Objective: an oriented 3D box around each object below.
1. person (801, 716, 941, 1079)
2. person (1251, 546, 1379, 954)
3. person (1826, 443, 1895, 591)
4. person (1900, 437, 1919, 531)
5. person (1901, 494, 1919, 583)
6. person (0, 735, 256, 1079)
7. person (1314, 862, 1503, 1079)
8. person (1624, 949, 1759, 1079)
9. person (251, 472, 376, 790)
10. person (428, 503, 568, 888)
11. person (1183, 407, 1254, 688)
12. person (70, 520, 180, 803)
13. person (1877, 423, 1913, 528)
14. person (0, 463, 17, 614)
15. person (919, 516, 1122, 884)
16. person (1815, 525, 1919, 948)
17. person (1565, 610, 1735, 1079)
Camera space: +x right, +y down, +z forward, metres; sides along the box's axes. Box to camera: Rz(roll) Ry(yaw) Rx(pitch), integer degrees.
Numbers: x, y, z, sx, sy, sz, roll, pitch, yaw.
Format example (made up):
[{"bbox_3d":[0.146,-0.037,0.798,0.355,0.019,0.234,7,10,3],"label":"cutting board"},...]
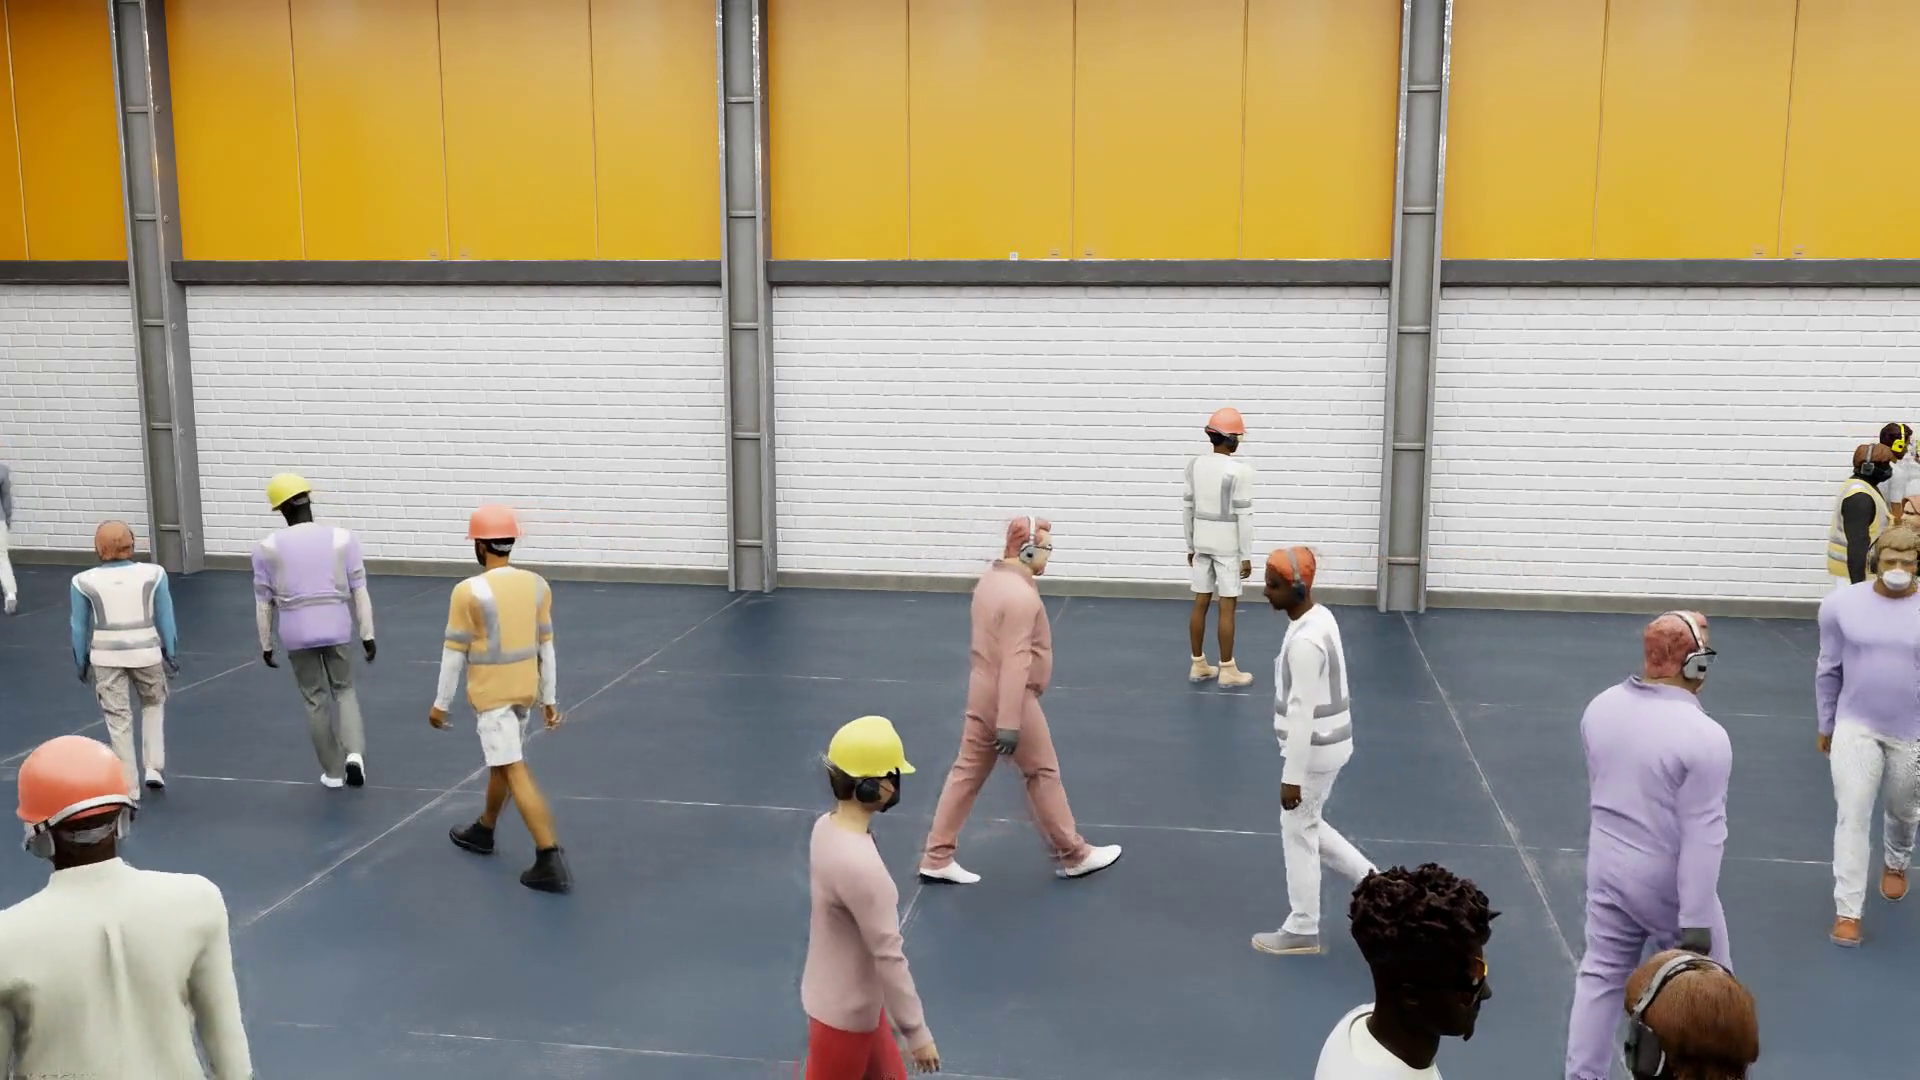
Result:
[{"bbox_3d":[-0.225,1.377,4.948,0.864,1.725,0.545,-2,9,-13],"label":"person"},{"bbox_3d":[1.599,0.938,7.252,0.612,1.861,0.593,2,9,12],"label":"person"},{"bbox_3d":[6.315,0.234,11.670,0.430,1.844,0.624,5,10,28],"label":"person"},{"bbox_3d":[7.595,-0.024,13.463,0.776,1.779,0.619,4,10,23],"label":"person"},{"bbox_3d":[6.015,0.522,10.508,0.310,1.642,0.514,-1,9,-5],"label":"person"},{"bbox_3d":[-1.999,1.438,3.957,0.925,1.953,0.624,8,12,41],"label":"person"},{"bbox_3d":[0.816,1.553,3.150,0.367,1.966,0.607,1,9,9],"label":"person"},{"bbox_3d":[1.308,1.646,3.039,0.660,1.825,0.458,-5,11,-29],"label":"person"},{"bbox_3d":[-3.715,0.550,9.602,0.634,1.884,0.507,-5,10,-27],"label":"person"},{"bbox_3d":[-2.284,0.762,8.310,1.011,1.888,0.562,6,11,33],"label":"person"},{"bbox_3d":[1.909,0.050,12.179,0.397,2.043,0.609,-8,12,-40],"label":"person"},{"bbox_3d":[-4.760,0.690,9.493,0.545,1.621,0.395,-5,10,-28],"label":"person"},{"bbox_3d":[7.185,0.019,12.925,0.329,1.865,0.510,0,9,-3],"label":"person"},{"bbox_3d":[-8.645,-0.147,14.756,0.498,1.601,0.792,-8,12,-42],"label":"person"},{"bbox_3d":[0.267,0.801,8.187,1.038,1.848,0.661,-3,10,-18],"label":"person"},{"bbox_3d":[4.306,0.851,7.711,0.646,1.905,0.983,6,11,33],"label":"person"},{"bbox_3d":[2.512,1.168,5.795,0.839,1.873,0.665,-3,10,-20],"label":"person"}]
